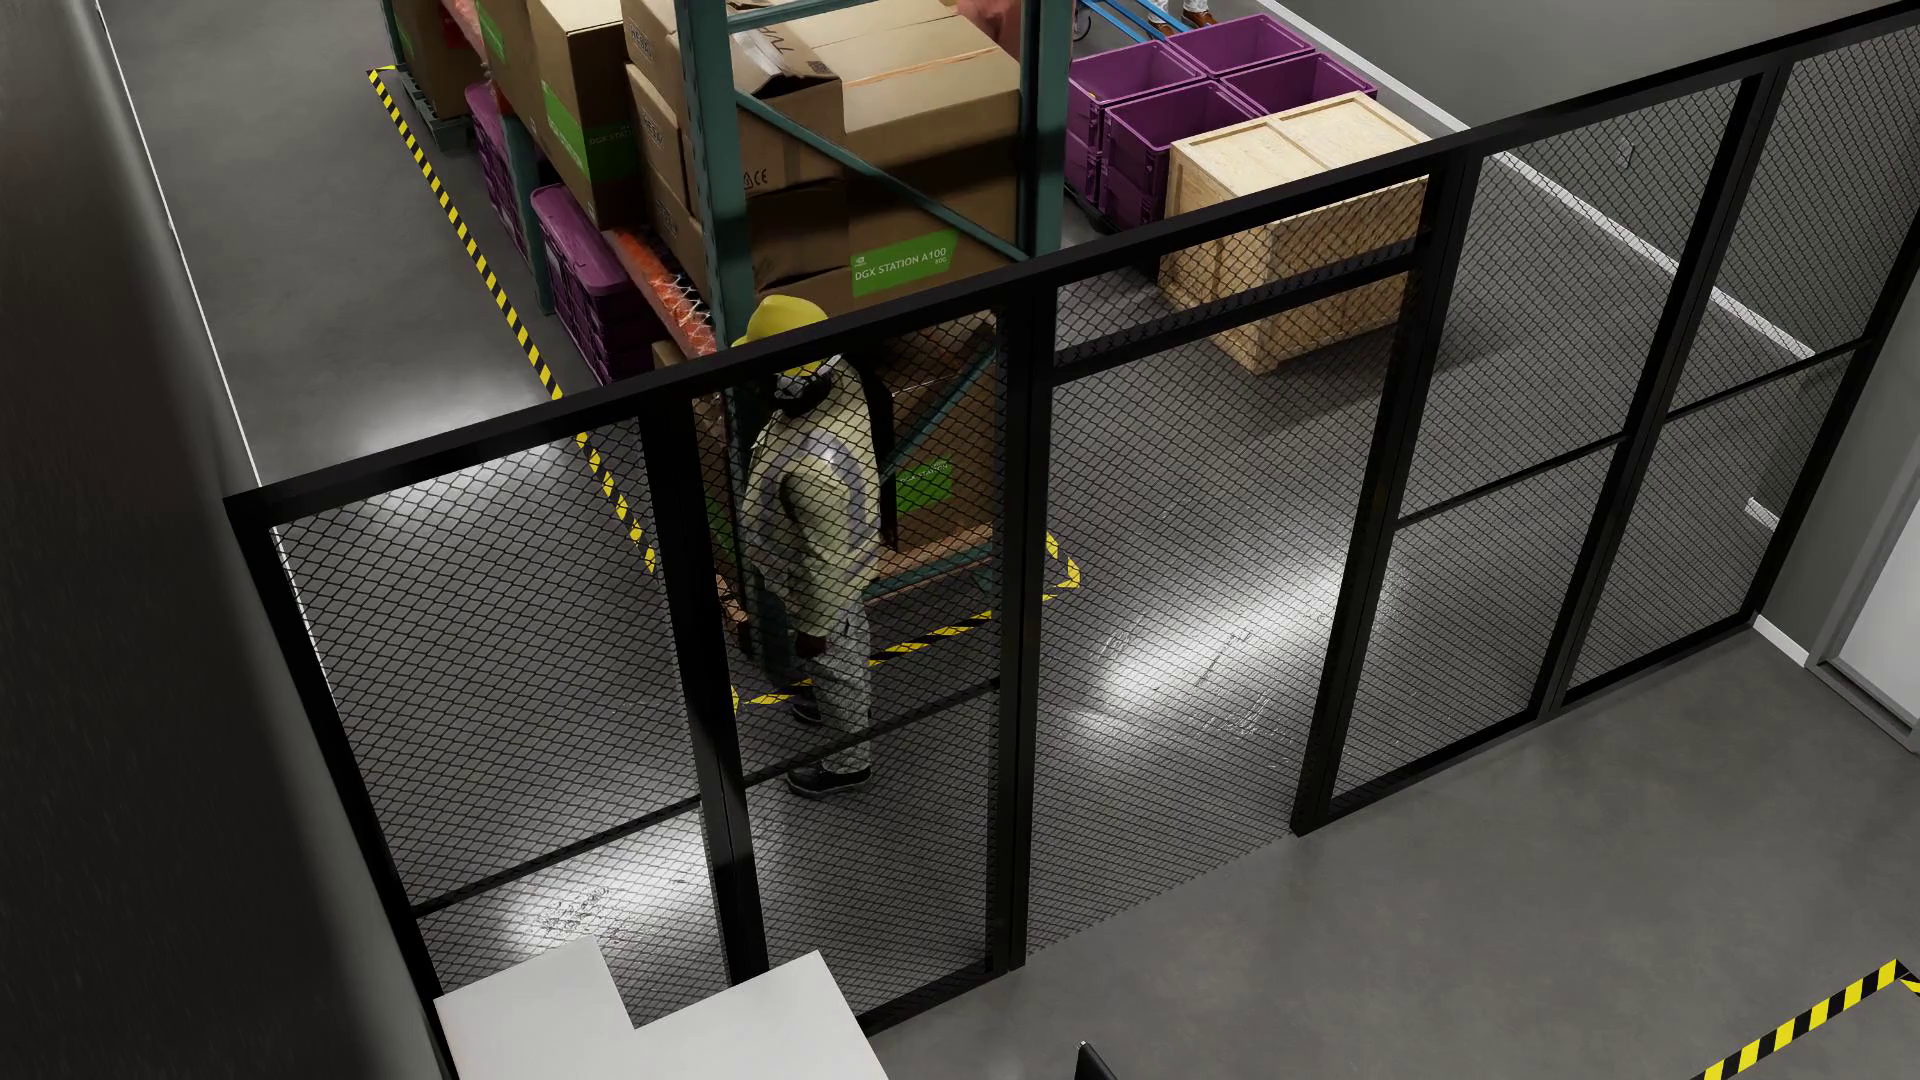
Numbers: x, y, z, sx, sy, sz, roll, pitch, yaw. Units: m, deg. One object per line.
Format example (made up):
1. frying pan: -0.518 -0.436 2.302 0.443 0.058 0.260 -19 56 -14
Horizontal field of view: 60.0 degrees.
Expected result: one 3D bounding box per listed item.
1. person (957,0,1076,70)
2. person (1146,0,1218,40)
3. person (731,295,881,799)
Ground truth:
1. person: 0.208 -1.810 6.886 0.610 1.993 0.392 -30 50 -29
2. person: 1.270 -3.623 8.909 0.635 1.939 0.366 -22 47 -22
3. person: -0.434 0.050 4.968 0.403 1.830 0.599 1 42 1
